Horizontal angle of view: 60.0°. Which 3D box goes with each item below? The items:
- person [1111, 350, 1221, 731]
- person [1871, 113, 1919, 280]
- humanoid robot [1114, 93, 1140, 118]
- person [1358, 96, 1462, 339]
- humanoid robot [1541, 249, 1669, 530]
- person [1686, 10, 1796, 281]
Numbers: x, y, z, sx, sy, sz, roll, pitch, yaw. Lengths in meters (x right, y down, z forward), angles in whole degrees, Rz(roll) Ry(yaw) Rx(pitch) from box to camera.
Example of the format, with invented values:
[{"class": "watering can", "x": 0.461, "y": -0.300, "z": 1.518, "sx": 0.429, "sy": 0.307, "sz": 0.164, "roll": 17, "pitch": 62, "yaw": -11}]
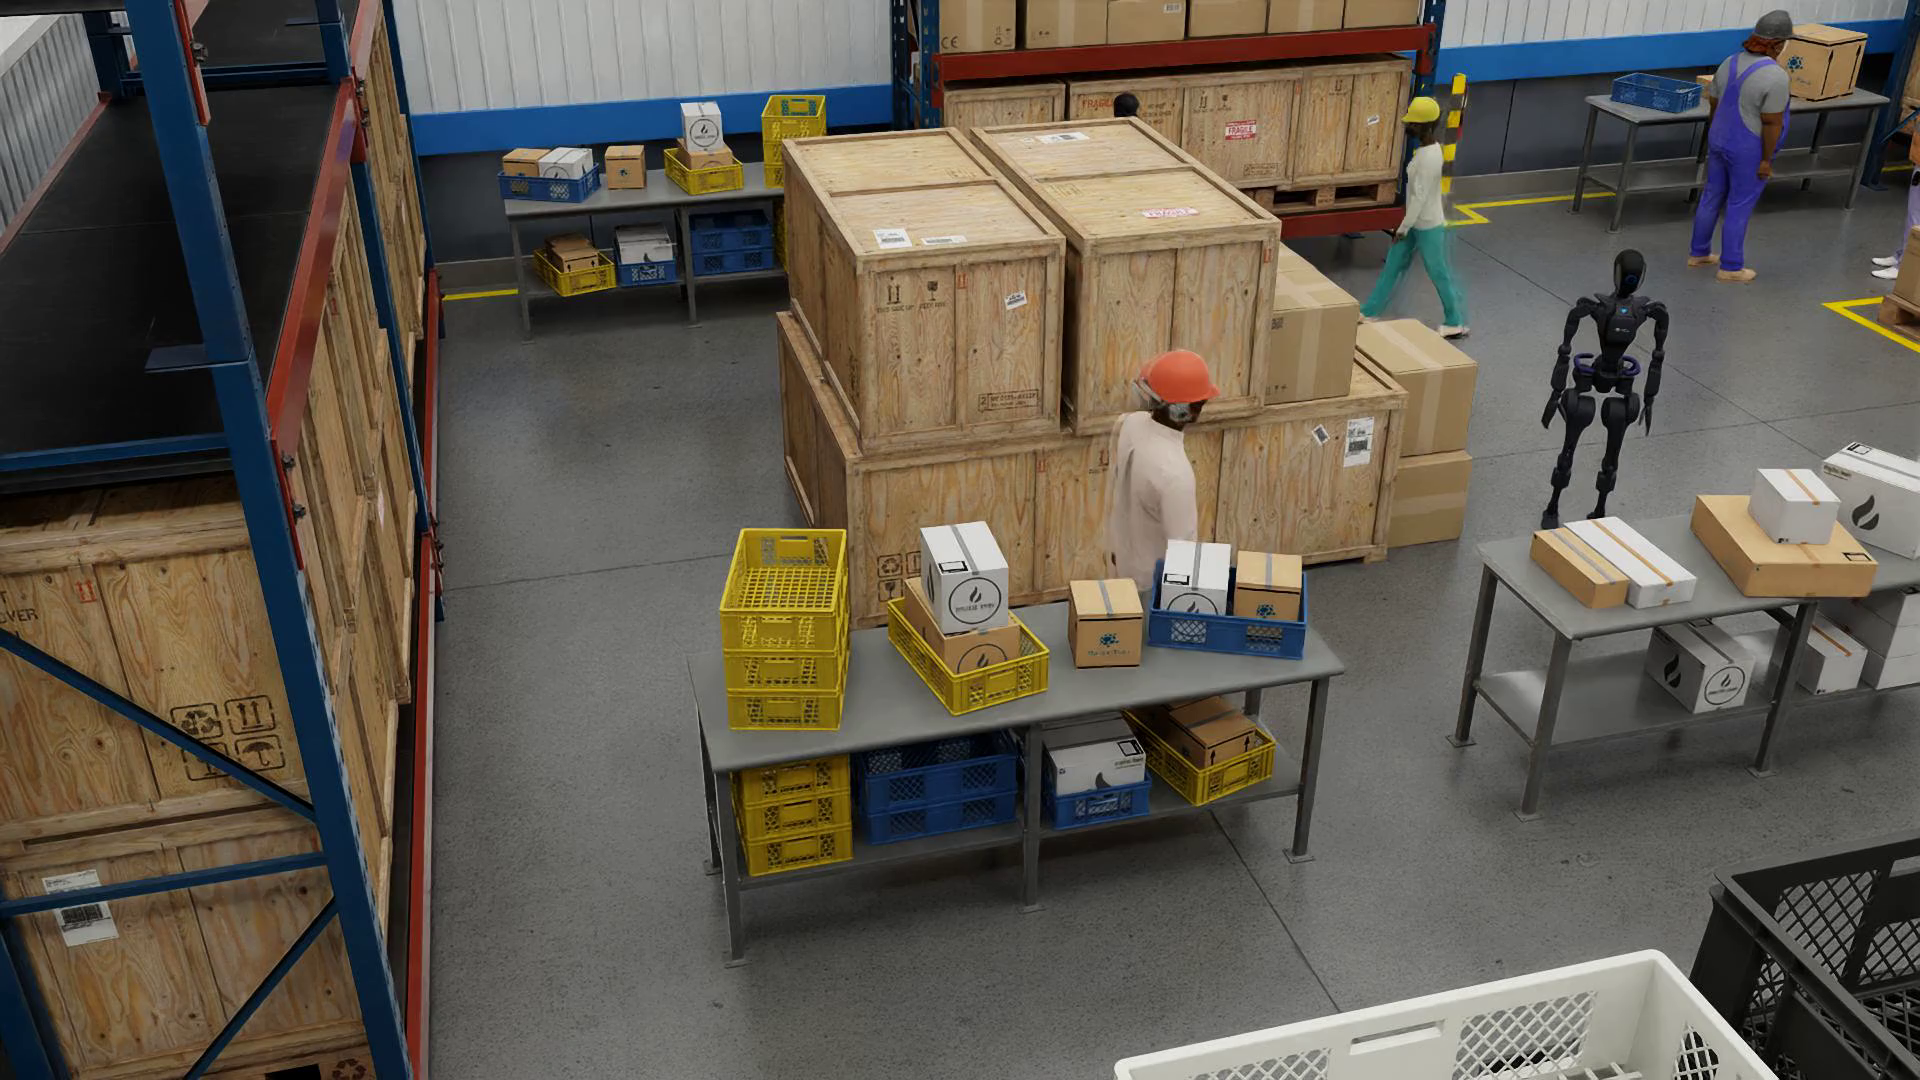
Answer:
[{"class": "person", "x": 0.922, "y": 0.103, "z": 7.159, "sx": 0.595, "sy": 1.975, "sz": 0.656, "roll": -6, "pitch": 29, "yaw": -10}, {"class": "person", "x": 7.423, "y": -2.949, "z": 12.749, "sx": 0.357, "sy": 1.929, "sz": 0.586, "roll": 14, "pitch": 32, "yaw": 24}, {"class": "humanoid robot", "x": 1.163, "y": -2.389, "z": 11.982, "sx": 0.600, "sy": 1.657, "sz": 0.335, "roll": -20, "pitch": 35, "yaw": -32}, {"class": "person", "x": 3.219, "y": -2.249, "z": 11.701, "sx": 0.901, "sy": 1.709, "sz": 0.529, "roll": 3, "pitch": 29, "yaw": 5}, {"class": "humanoid robot", "x": 3.507, "y": -0.795, "z": 9.094, "sx": 0.572, "sy": 1.652, "sz": 0.316, "roll": 5, "pitch": 29, "yaw": 9}, {"class": "person", "x": 6.053, "y": -3.033, "z": 12.787, "sx": 0.537, "sy": 2.000, "sz": 0.681, "roll": -9, "pitch": 30, "yaw": -15}]
